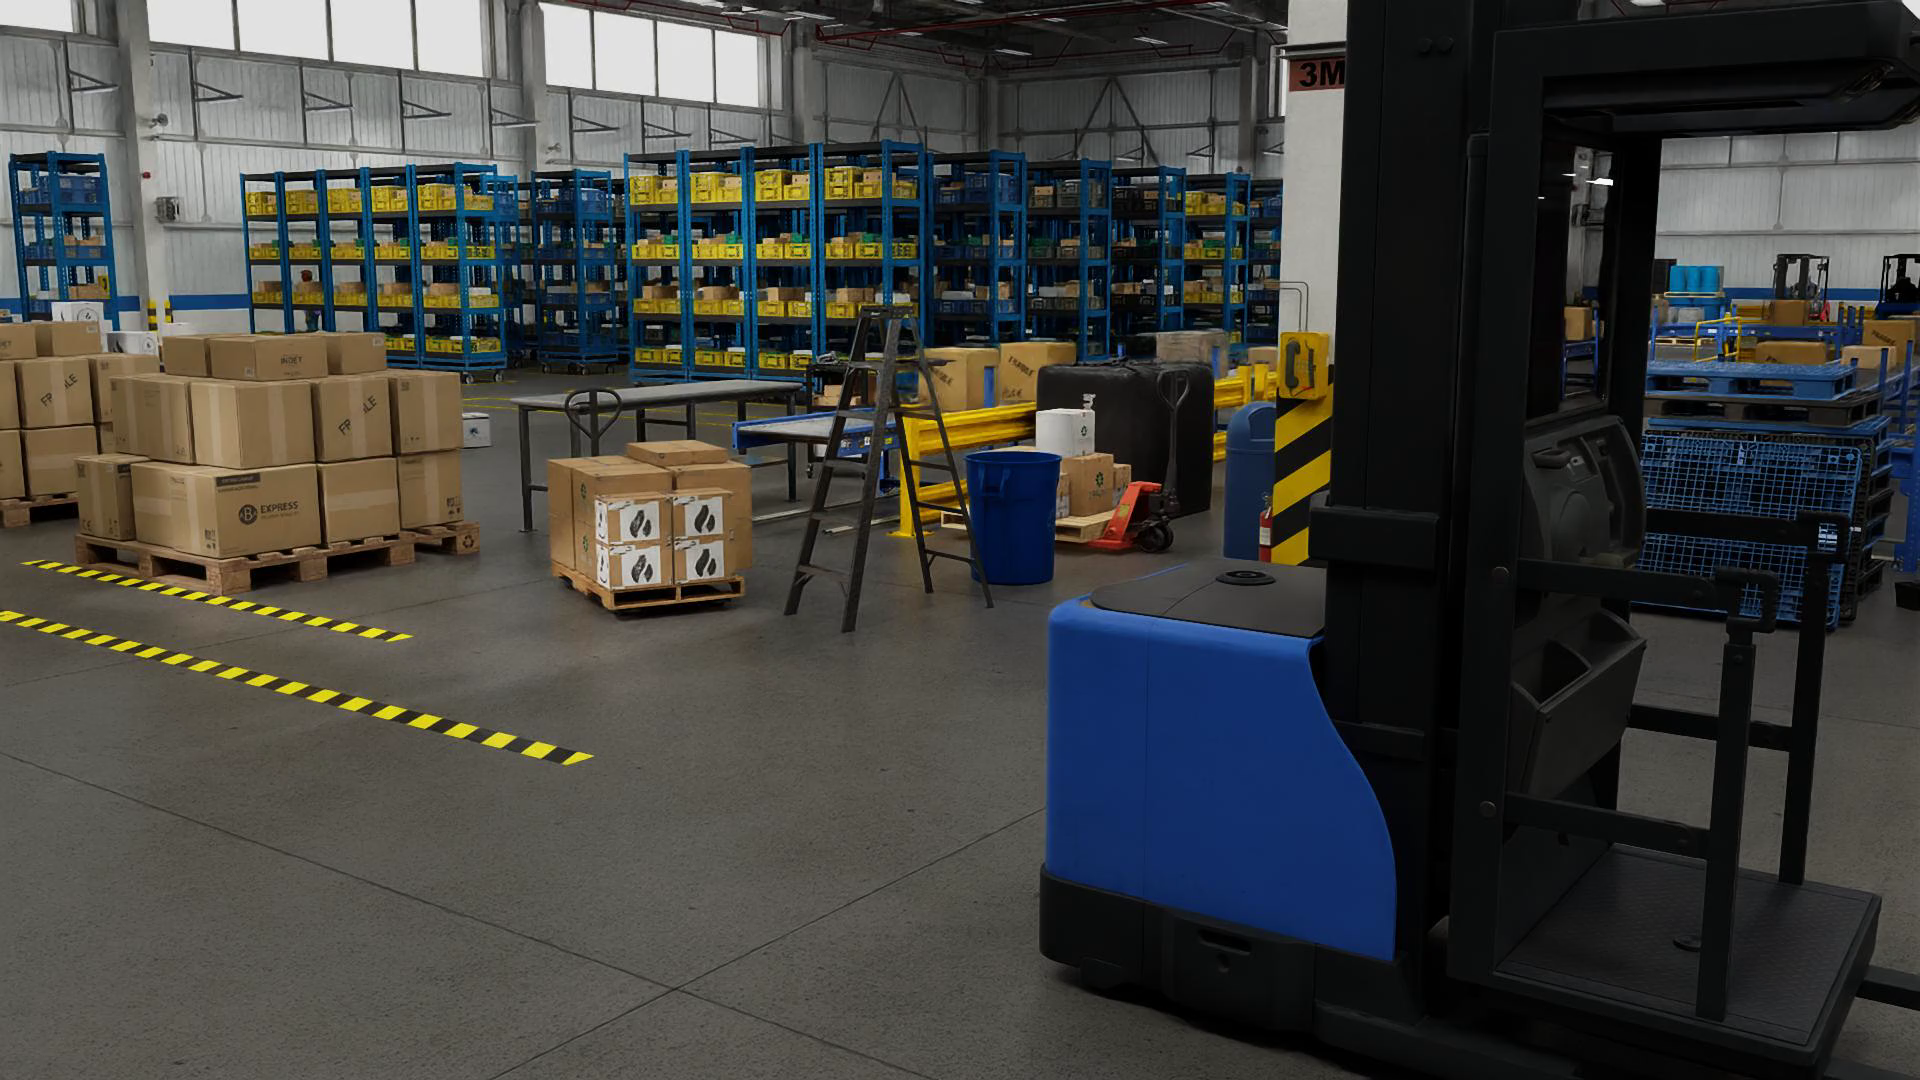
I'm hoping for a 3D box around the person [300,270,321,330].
[{"bbox_3d":[-13.241,-4.594,33.995,0.381,1.839,0.566,-1,10,-6],"label":"person"}]

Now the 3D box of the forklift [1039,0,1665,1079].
[{"bbox_3d":[1.249,-0.137,4.360,1.873,2.768,1.129,7,12,35],"label":"forklift"}]

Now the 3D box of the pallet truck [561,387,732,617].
[{"bbox_3d":[-1.981,-0.274,10.088,0.680,1.201,1.601,-5,11,-28],"label":"pallet truck"}]

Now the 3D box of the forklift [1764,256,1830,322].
[{"bbox_3d":[20.253,-5.854,40.139,1.157,1.987,2.680,7,12,35],"label":"forklift"}]

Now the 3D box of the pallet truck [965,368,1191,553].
[{"bbox_3d":[0.845,-0.609,11.869,1.630,1.274,0.653,7,12,35],"label":"pallet truck"}]

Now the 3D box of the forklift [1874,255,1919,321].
[{"bbox_3d":[22.089,-5.634,38.796,1.157,1.987,2.680,6,11,33],"label":"forklift"}]
